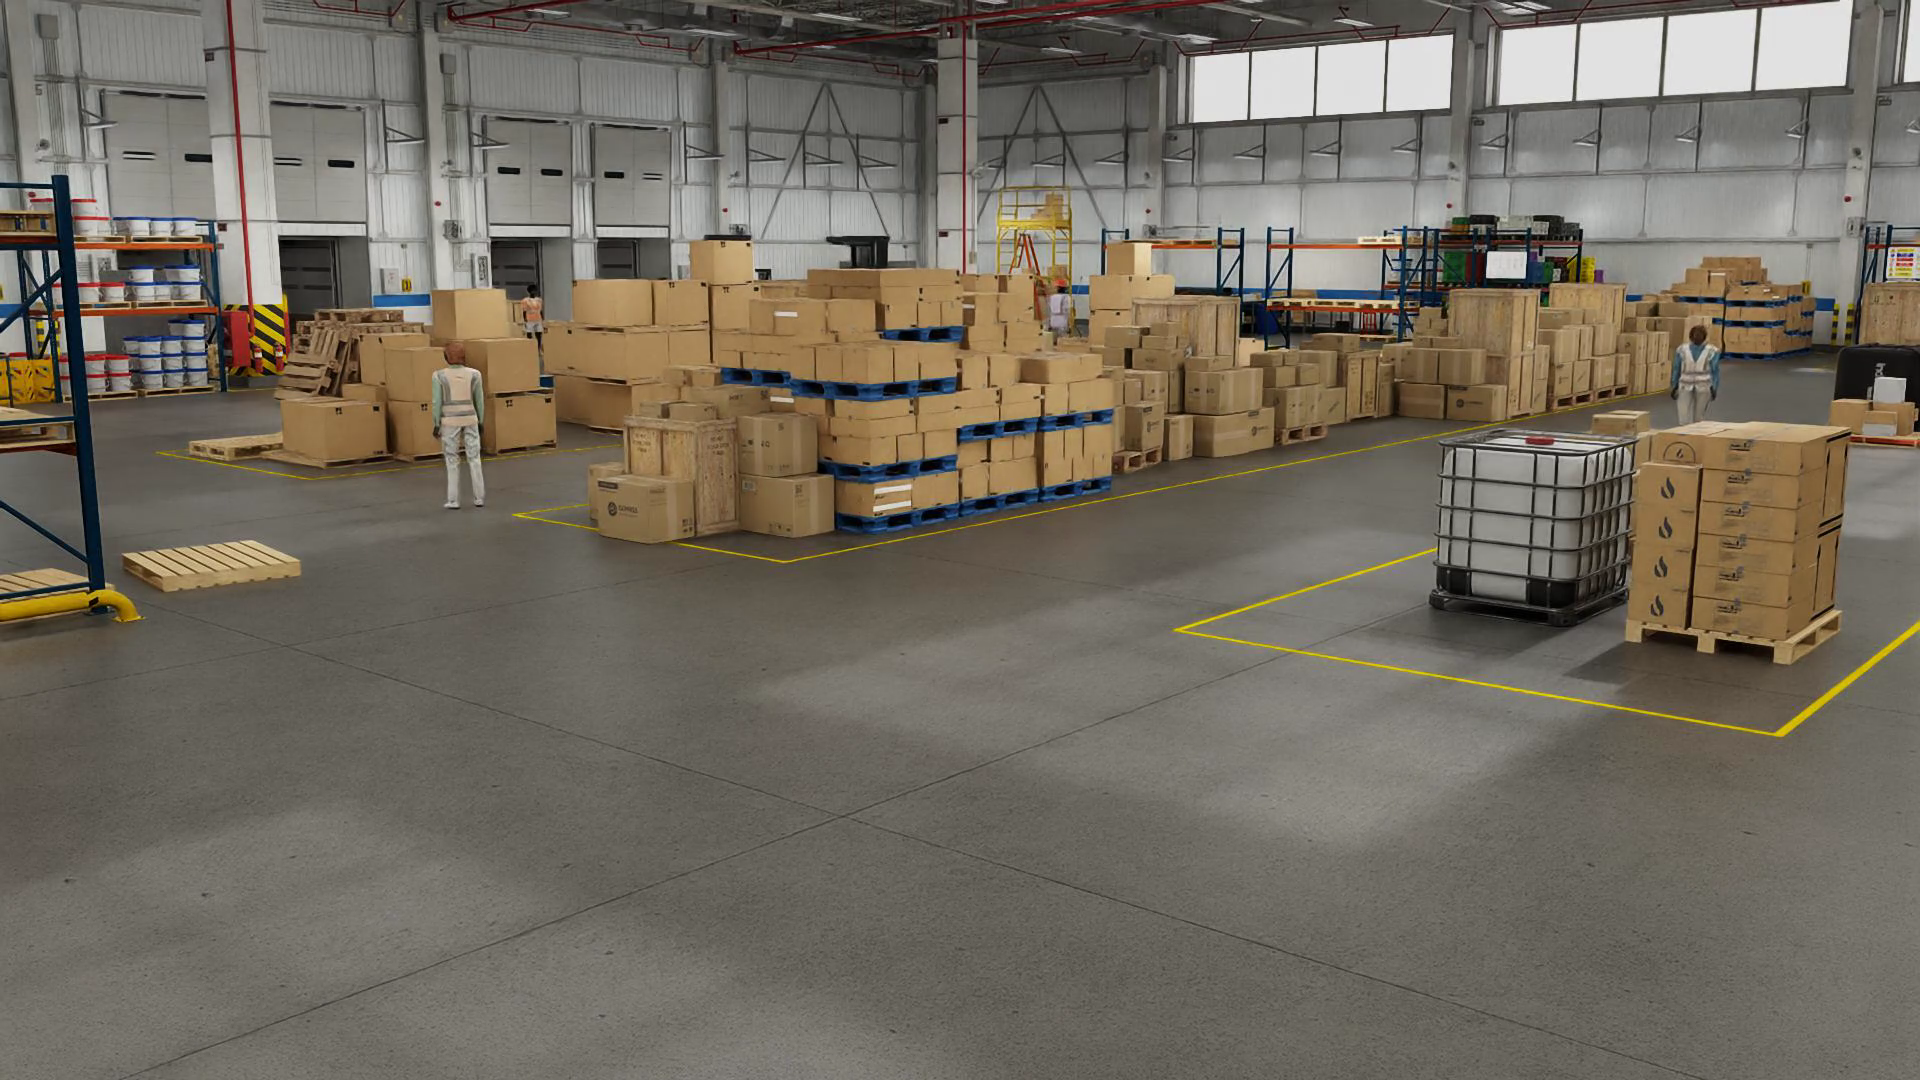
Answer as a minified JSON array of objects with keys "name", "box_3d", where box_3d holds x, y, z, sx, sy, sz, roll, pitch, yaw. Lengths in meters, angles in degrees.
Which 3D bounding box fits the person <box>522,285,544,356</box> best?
[{"name":"person","box_3d":[-9.994,-5.136,39.053,0.585,1.690,0.317,-9,13,-40]}]

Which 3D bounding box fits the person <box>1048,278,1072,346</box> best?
[{"name":"person","box_3d":[2.101,-4.512,34.799,0.546,1.925,0.415,9,13,42]}]

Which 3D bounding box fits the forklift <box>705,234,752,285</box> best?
[{"name":"forklift","box_3d":[-4.857,-5.045,35.116,1.129,2.768,1.873,-4,11,-22]}]

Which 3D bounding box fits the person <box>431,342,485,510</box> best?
[{"name":"person","box_3d":[-4.906,-1.118,16.287,0.521,1.638,0.311,-7,12,-35]}]

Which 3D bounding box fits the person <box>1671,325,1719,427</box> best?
[{"name":"person","box_3d":[9.063,-1.843,20.522,0.540,1.587,0.848,5,11,26]}]

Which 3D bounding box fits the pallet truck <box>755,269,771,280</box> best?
[{"name":"pallet truck","box_3d":[-4.996,-6.432,45.525,1.885,1.965,0.823,-6,12,-32]}]

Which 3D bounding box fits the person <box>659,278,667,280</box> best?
[{"name":"person","box_3d":[-6.392,-4.707,35.920,0.636,1.927,0.386,-5,11,-26]}]

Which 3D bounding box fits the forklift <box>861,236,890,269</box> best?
[{"name":"forklift","box_3d":[-1.968,-5.724,38.983,1.873,2.768,1.129,-5,11,-28]}]
